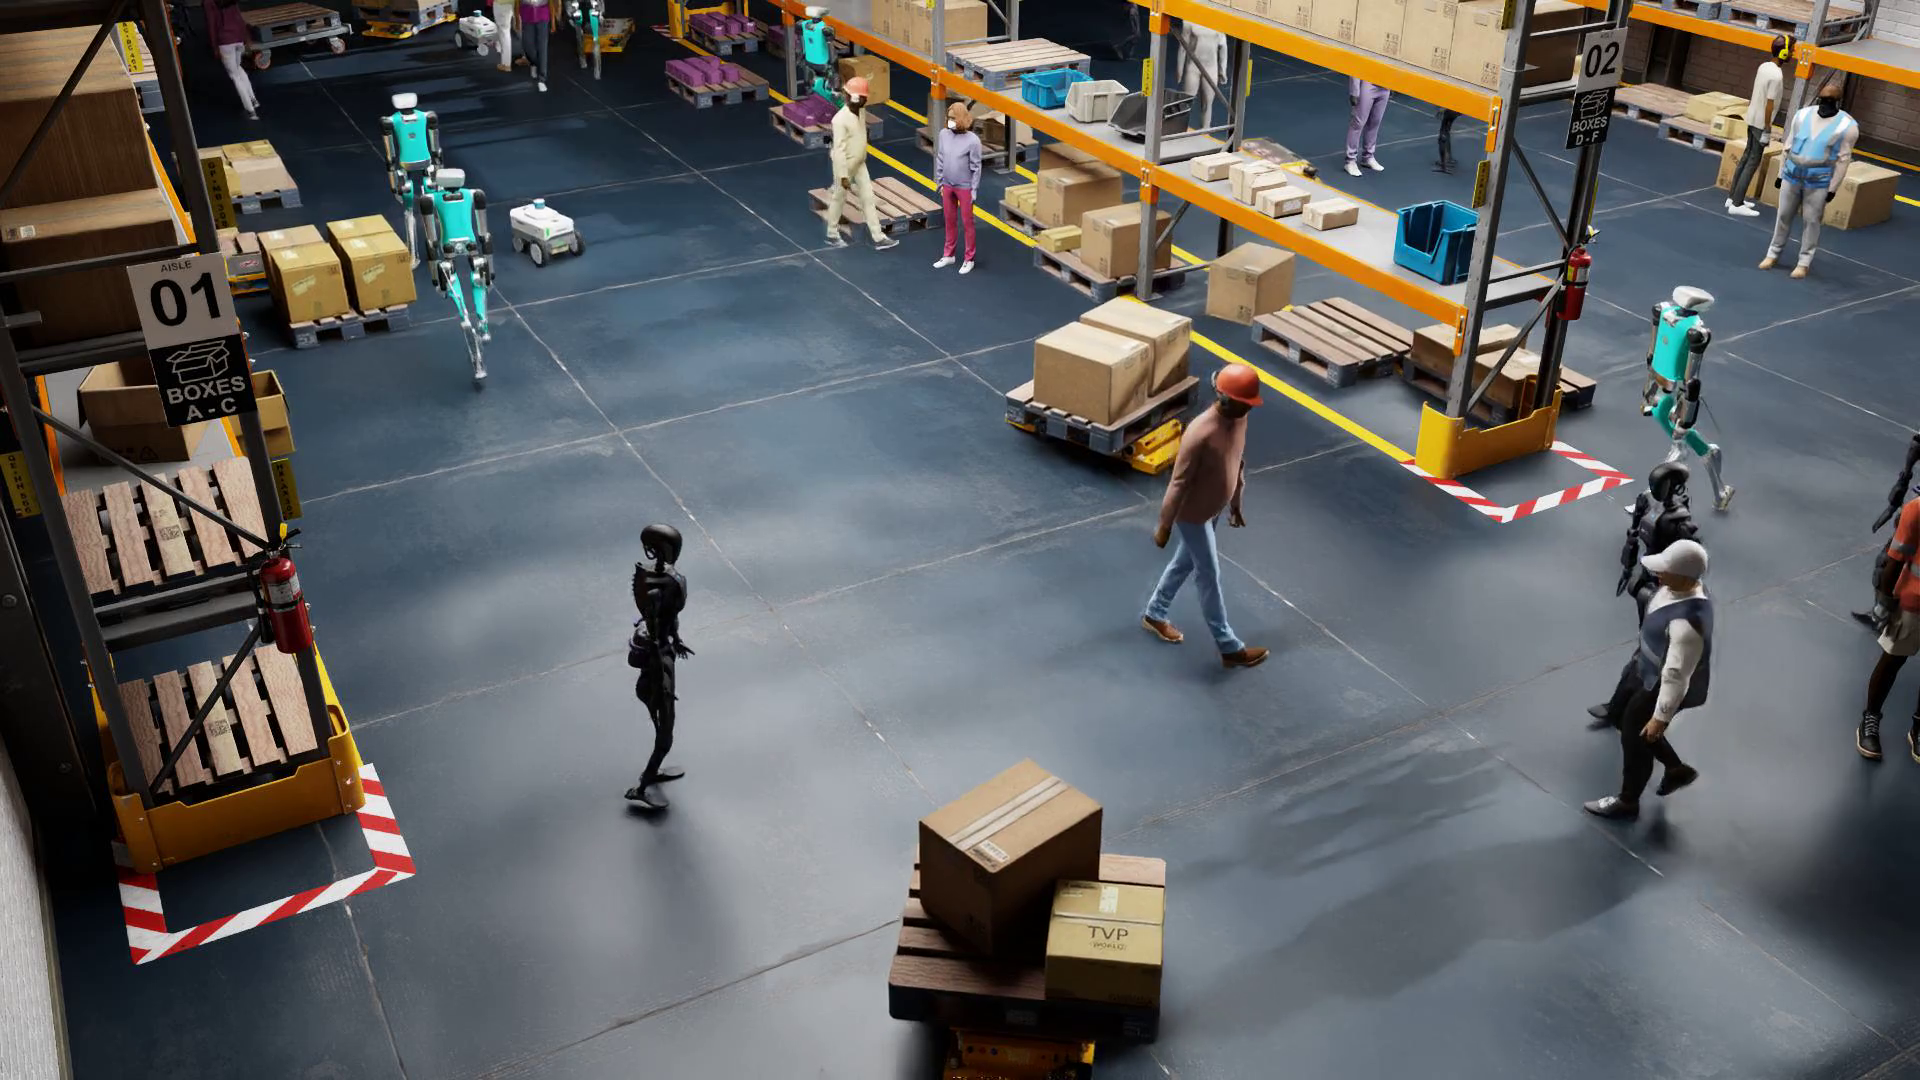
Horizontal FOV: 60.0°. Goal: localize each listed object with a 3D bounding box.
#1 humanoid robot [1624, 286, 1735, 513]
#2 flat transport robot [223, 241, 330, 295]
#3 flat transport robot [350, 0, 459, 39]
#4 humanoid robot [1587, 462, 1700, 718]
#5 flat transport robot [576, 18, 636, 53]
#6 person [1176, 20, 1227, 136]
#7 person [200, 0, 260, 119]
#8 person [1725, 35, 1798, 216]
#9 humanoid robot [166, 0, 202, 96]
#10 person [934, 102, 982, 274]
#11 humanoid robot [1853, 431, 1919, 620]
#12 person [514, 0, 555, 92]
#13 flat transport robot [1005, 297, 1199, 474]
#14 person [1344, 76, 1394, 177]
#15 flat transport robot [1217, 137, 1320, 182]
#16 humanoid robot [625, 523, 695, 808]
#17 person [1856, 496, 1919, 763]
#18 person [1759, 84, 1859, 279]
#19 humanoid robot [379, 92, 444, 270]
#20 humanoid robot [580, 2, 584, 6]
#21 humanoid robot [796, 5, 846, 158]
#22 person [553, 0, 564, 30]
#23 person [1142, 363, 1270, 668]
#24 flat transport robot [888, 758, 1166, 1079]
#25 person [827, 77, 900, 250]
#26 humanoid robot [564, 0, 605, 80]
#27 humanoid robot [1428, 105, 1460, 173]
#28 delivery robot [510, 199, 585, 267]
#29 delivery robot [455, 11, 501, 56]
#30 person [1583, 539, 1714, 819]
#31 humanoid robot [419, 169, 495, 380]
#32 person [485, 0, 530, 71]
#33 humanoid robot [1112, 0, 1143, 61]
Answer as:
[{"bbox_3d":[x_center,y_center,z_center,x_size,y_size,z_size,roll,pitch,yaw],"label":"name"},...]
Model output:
[{"bbox_3d":[5.188,-0.946,11.612,0.931,1.797,0.560,-7,31,-12],"label":"humanoid robot"},{"bbox_3d":[-6.538,-2.568,15.880,1.431,0.231,0.659,-12,32,-21],"label":"flat transport robot"},{"bbox_3d":[-8.255,-7.771,24.938,0.659,0.231,1.431,10,31,16],"label":"flat transport robot"},{"bbox_3d":[3.964,0.287,9.520,0.700,1.622,0.611,-10,31,-16],"label":"humanoid robot"},{"bbox_3d":[-5.144,-7.353,24.210,0.659,0.231,1.431,-1,30,-2],"label":"flat transport robot"},{"bbox_3d":[2.817,-5.479,19.327,0.577,1.887,0.544,-2,30,-4],"label":"person"},{"bbox_3d":[-9.010,-6.134,20.423,0.499,1.925,0.518,15,33,24],"label":"person"},{"bbox_3d":[8.355,-4.314,17.322,0.335,1.865,0.501,4,30,7],"label":"person"},{"bbox_3d":[-10.114,-6.586,21.469,0.315,1.648,0.596,9,31,15],"label":"humanoid robot"},{"bbox_3d":[-0.023,-3.365,15.895,0.497,1.633,0.284,20,36,31],"label":"person"},{"bbox_3d":[6.025,-0.182,10.312,0.590,1.648,0.321,-2,30,-3],"label":"humanoid robot"},{"bbox_3d":[-5.549,-6.834,21.753,0.529,1.826,0.593,-6,30,-11],"label":"person"},{"bbox_3d":[1.112,-0.903,12.982,1.431,0.231,0.659,22,37,34],"label":"flat transport robot"},{"bbox_3d":[4.608,-5.032,18.526,0.650,1.906,0.407,-18,35,-29],"label":"person"},{"bbox_3d":[3.446,-4.276,18.854,0.659,0.231,1.431,-9,31,-16],"label":"flat transport robot"},{"bbox_3d":[-1.630,0.638,8.900,0.410,1.639,0.608,-1,30,-1],"label":"humanoid robot"},{"bbox_3d":[5.350,0.346,9.119,0.605,1.961,0.380,6,30,11],"label":"person"},{"bbox_3d":[8.049,-3.411,15.779,0.428,1.837,0.622,-22,37,-33],"label":"person"},{"bbox_3d":[-5.223,-3.463,15.935,0.535,1.749,0.752,-14,33,-22],"label":"humanoid robot"},{"bbox_3d":[-5.997,-9.345,26.287,0.611,1.638,0.679,-1,30,-2],"label":"humanoid robot"},{"bbox_3d":[-1.449,-5.311,19.174,0.597,1.768,0.880,21,36,32],"label":"humanoid robot"},{"bbox_3d":[-6.141,-8.376,24.534,0.569,1.719,0.516,-10,31,-17],"label":"person"},{"bbox_3d":[1.536,-0.147,9.996,0.969,1.929,0.678,20,35,30],"label":"person"},{"bbox_3d":[0.330,2.063,7.819,0.659,0.231,1.431,4,30,7],"label":"flat transport robot"},{"bbox_3d":[-0.993,-3.667,16.351,0.875,1.691,0.619,16,34,26],"label":"person"},{"bbox_3d":[-5.094,-7.178,22.486,0.541,1.785,1.025,-9,31,-15],"label":"humanoid robot"},{"bbox_3d":[5.504,-4.933,18.583,0.334,1.655,0.583,15,33,24],"label":"humanoid robot"},{"bbox_3d":[-4.118,-3.057,16.458,0.812,0.609,0.499,26,39,38],"label":"delivery robot"},{"bbox_3d":[-6.856,-7.243,23.750,0.522,0.614,0.785,-21,36,-32],"label":"delivery robot"},{"bbox_3d":[3.646,0.736,8.645,0.517,1.740,0.762,8,31,14],"label":"person"},{"bbox_3d":[-4.033,-2.093,13.641,0.541,1.767,1.039,-12,32,-20],"label":"humanoid robot"},{"bbox_3d":[-6.161,-7.341,22.634,0.436,1.824,0.654,20,36,31],"label":"person"},{"bbox_3d":[2.347,-7.452,22.975,0.405,1.647,0.607,6,31,11],"label":"humanoid robot"}]
